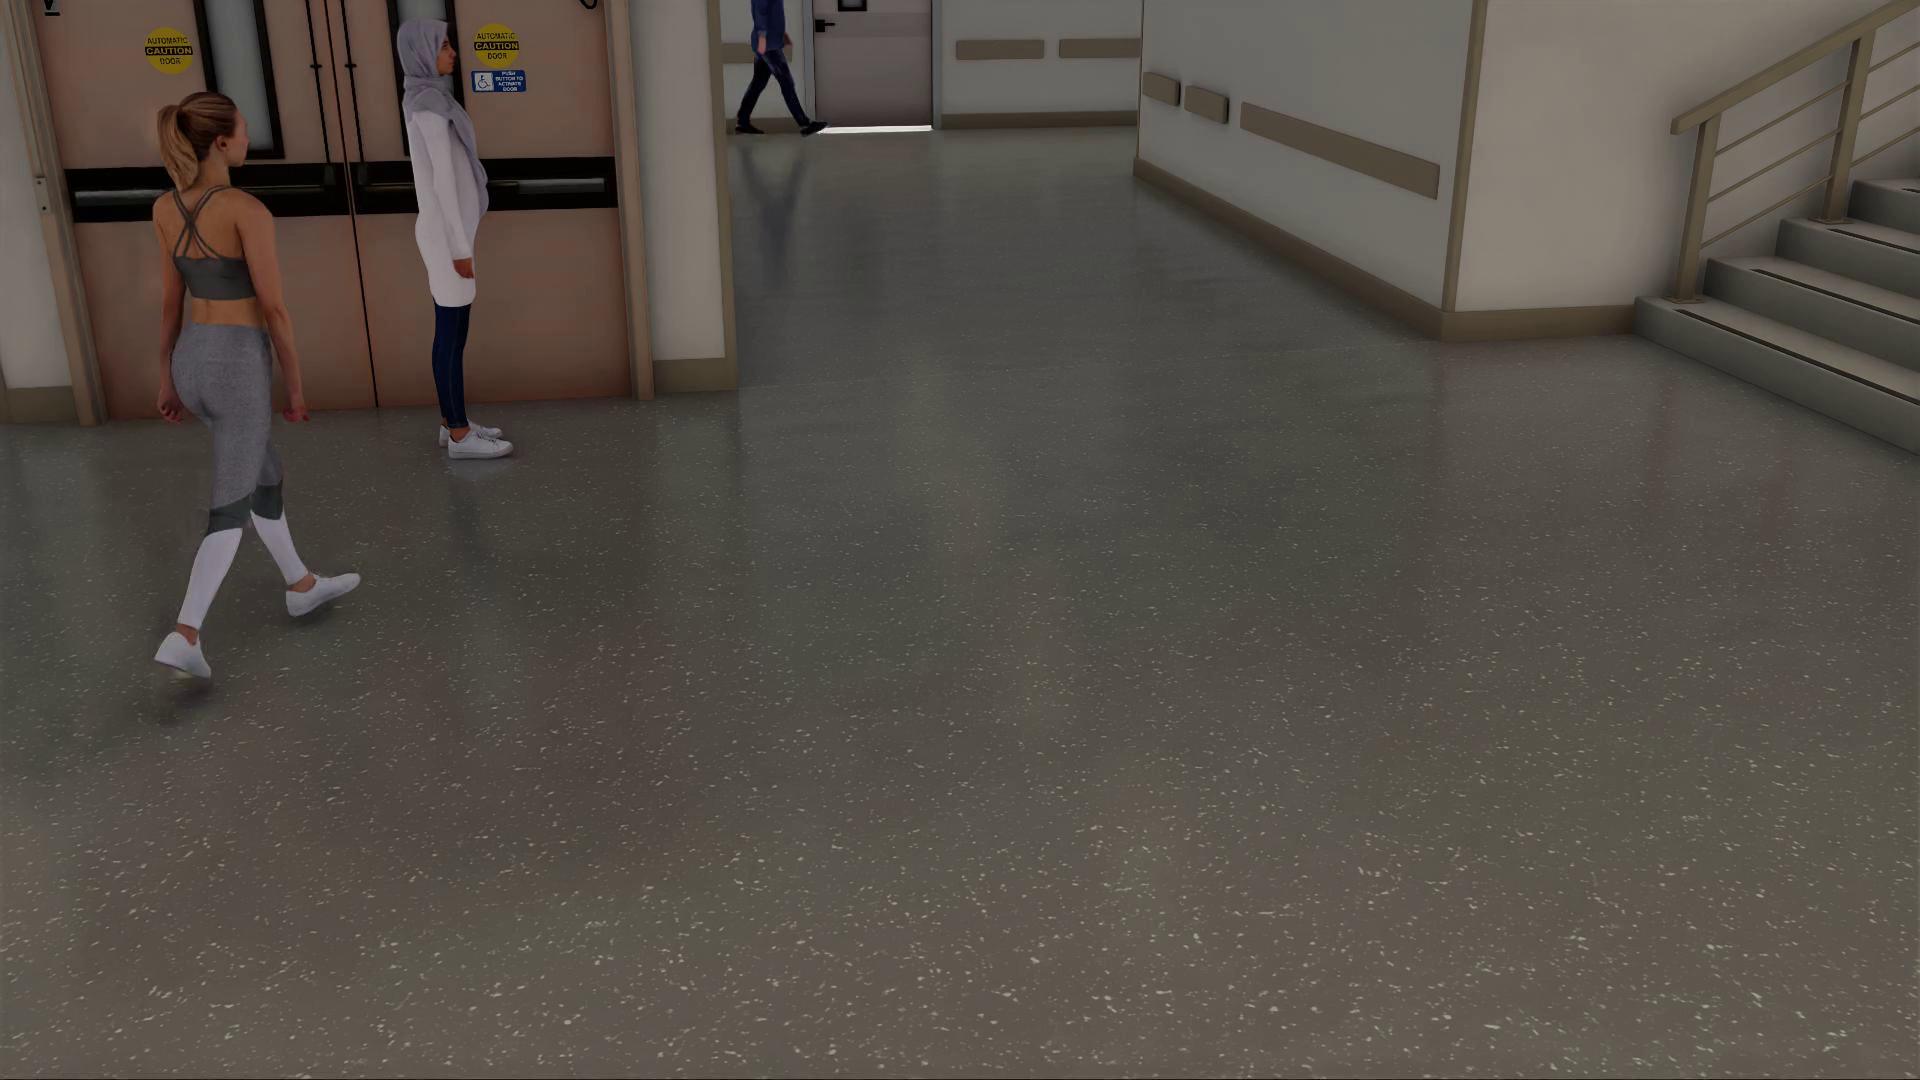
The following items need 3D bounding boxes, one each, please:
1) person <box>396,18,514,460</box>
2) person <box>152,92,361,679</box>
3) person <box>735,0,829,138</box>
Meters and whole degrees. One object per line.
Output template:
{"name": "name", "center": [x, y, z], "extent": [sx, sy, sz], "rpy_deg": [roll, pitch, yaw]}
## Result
{"name": "person", "center": [-2.118, -1.223, 6.851], "extent": [0.578, 1.775, 0.644], "rpy_deg": [-7, 22, -18]}
{"name": "person", "center": [-2.203, -0.407, 4.856], "extent": [1.156, 1.662, 1.068], "rpy_deg": [7, 22, 17]}
{"name": "person", "center": [-1.959, -4.843, 16.406], "extent": [1.190, 1.777, 0.808], "rpy_deg": [-1, 21, -4]}
